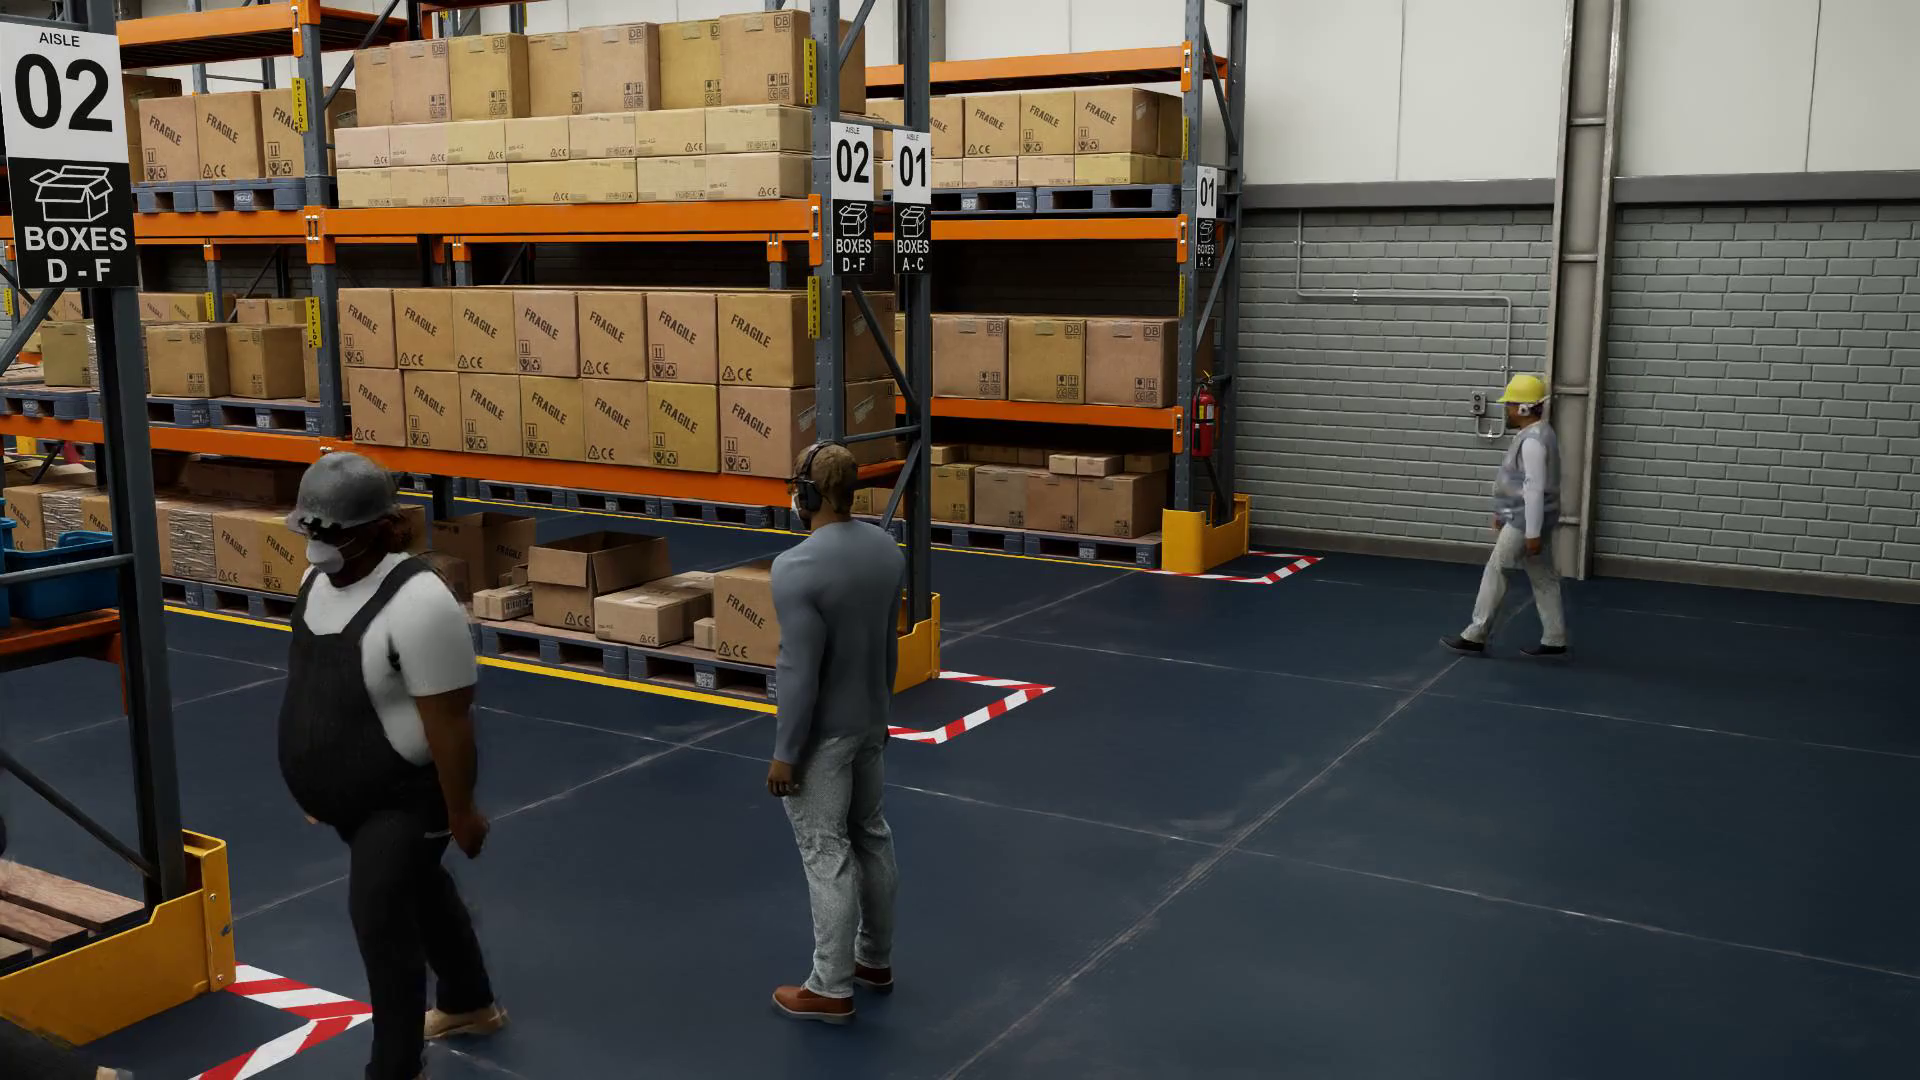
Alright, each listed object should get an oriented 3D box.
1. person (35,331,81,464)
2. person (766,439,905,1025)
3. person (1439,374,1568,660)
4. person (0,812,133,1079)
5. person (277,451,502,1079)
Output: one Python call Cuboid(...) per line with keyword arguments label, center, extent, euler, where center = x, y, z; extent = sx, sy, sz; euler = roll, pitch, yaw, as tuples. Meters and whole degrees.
Cuboid(label="person", center=(-9.724, -1.395, 17.984), extent=(0.474, 1.742, 0.534), euler=(2, 10, 10))
Cuboid(label="person", center=(-0.420, 0.632, 5.534), extent=(0.355, 1.938, 0.637), euler=(6, 11, 30))
Cuboid(label="person", center=(3.453, -0.136, 10.454), extent=(0.864, 1.797, 0.609), euler=(5, 11, 26))
Cuboid(label="person", center=(-2.678, 0.878, 4.475), extent=(0.672, 1.811, 0.544), euler=(-1, 10, -9))
Cuboid(label="person", center=(-1.676, 0.669, 5.024), extent=(0.703, 2.000, 0.728), euler=(9, 13, 44))
